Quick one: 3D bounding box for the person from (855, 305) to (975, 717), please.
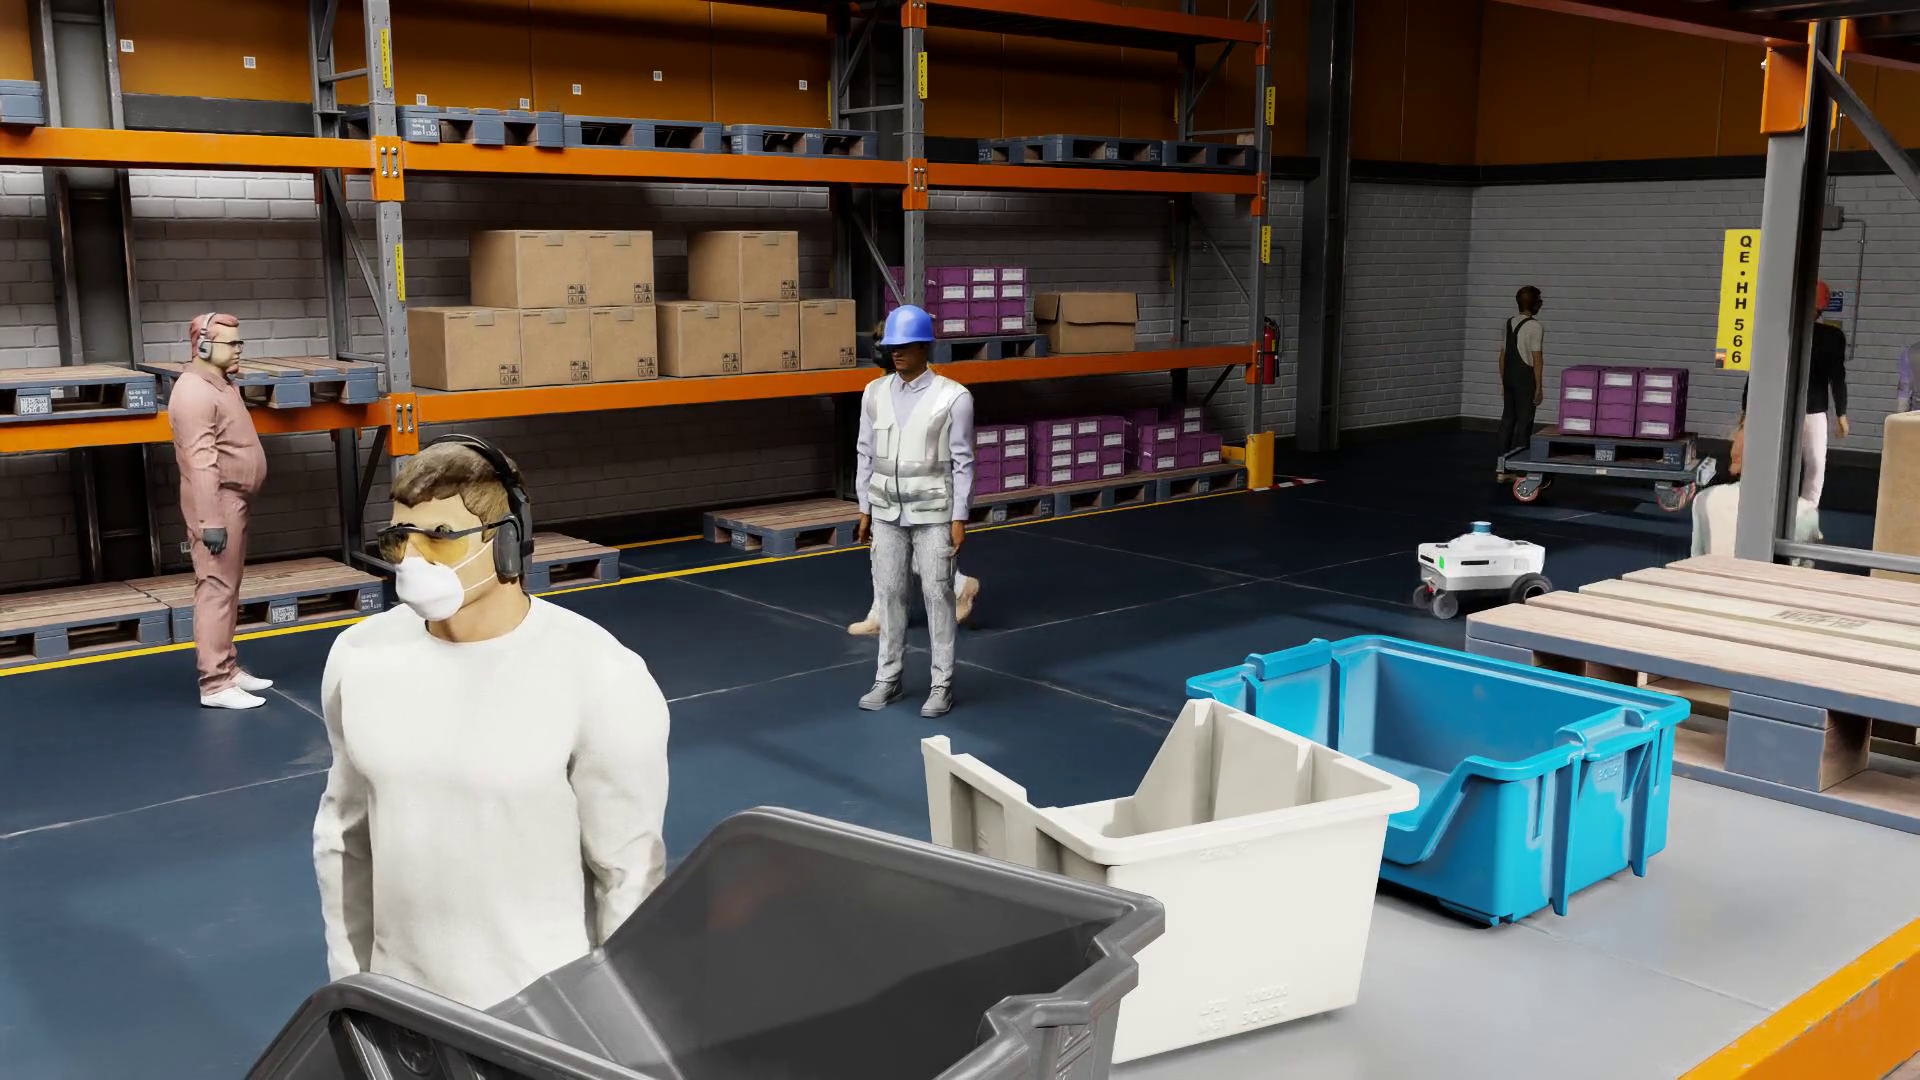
[{"bbox_3d":[-0.224,-0.135,7.903,0.608,1.948,0.389,5,11,24],"label":"person"}]

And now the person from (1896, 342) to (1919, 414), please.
[{"bbox_3d":[6.587,-0.702,11.140,0.587,1.928,0.362,8,13,37],"label":"person"}]

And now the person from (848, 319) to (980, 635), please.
[{"bbox_3d":[-0.277,-0.344,9.456,0.653,1.828,0.632,-3,11,-17],"label":"person"}]

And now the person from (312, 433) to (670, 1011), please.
[{"bbox_3d":[-0.780,0.789,2.759,0.631,1.940,0.372,3,11,16],"label":"person"}]

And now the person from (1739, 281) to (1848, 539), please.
[{"bbox_3d":[6.320,-0.974,12.589,0.743,1.955,0.631,5,11,28],"label":"person"}]

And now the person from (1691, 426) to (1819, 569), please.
[{"bbox_3d":[2.969,0.344,6.191,0.856,1.587,0.537,-6,12,-32],"label":"person"}]

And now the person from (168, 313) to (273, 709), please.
[{"bbox_3d":[-3.566,-0.143,8.074,0.401,1.904,0.650,-3,11,-16],"label":"person"}]

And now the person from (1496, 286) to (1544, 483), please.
[{"bbox_3d":[5.208,-1.425,15.418,0.351,1.846,0.506,-4,11,-22],"label":"person"}]

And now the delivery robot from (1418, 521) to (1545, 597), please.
[{"bbox_3d":[3.144,0.132,10.050,0.707,0.478,0.477,-2,10,-10],"label":"delivery robot"}]
